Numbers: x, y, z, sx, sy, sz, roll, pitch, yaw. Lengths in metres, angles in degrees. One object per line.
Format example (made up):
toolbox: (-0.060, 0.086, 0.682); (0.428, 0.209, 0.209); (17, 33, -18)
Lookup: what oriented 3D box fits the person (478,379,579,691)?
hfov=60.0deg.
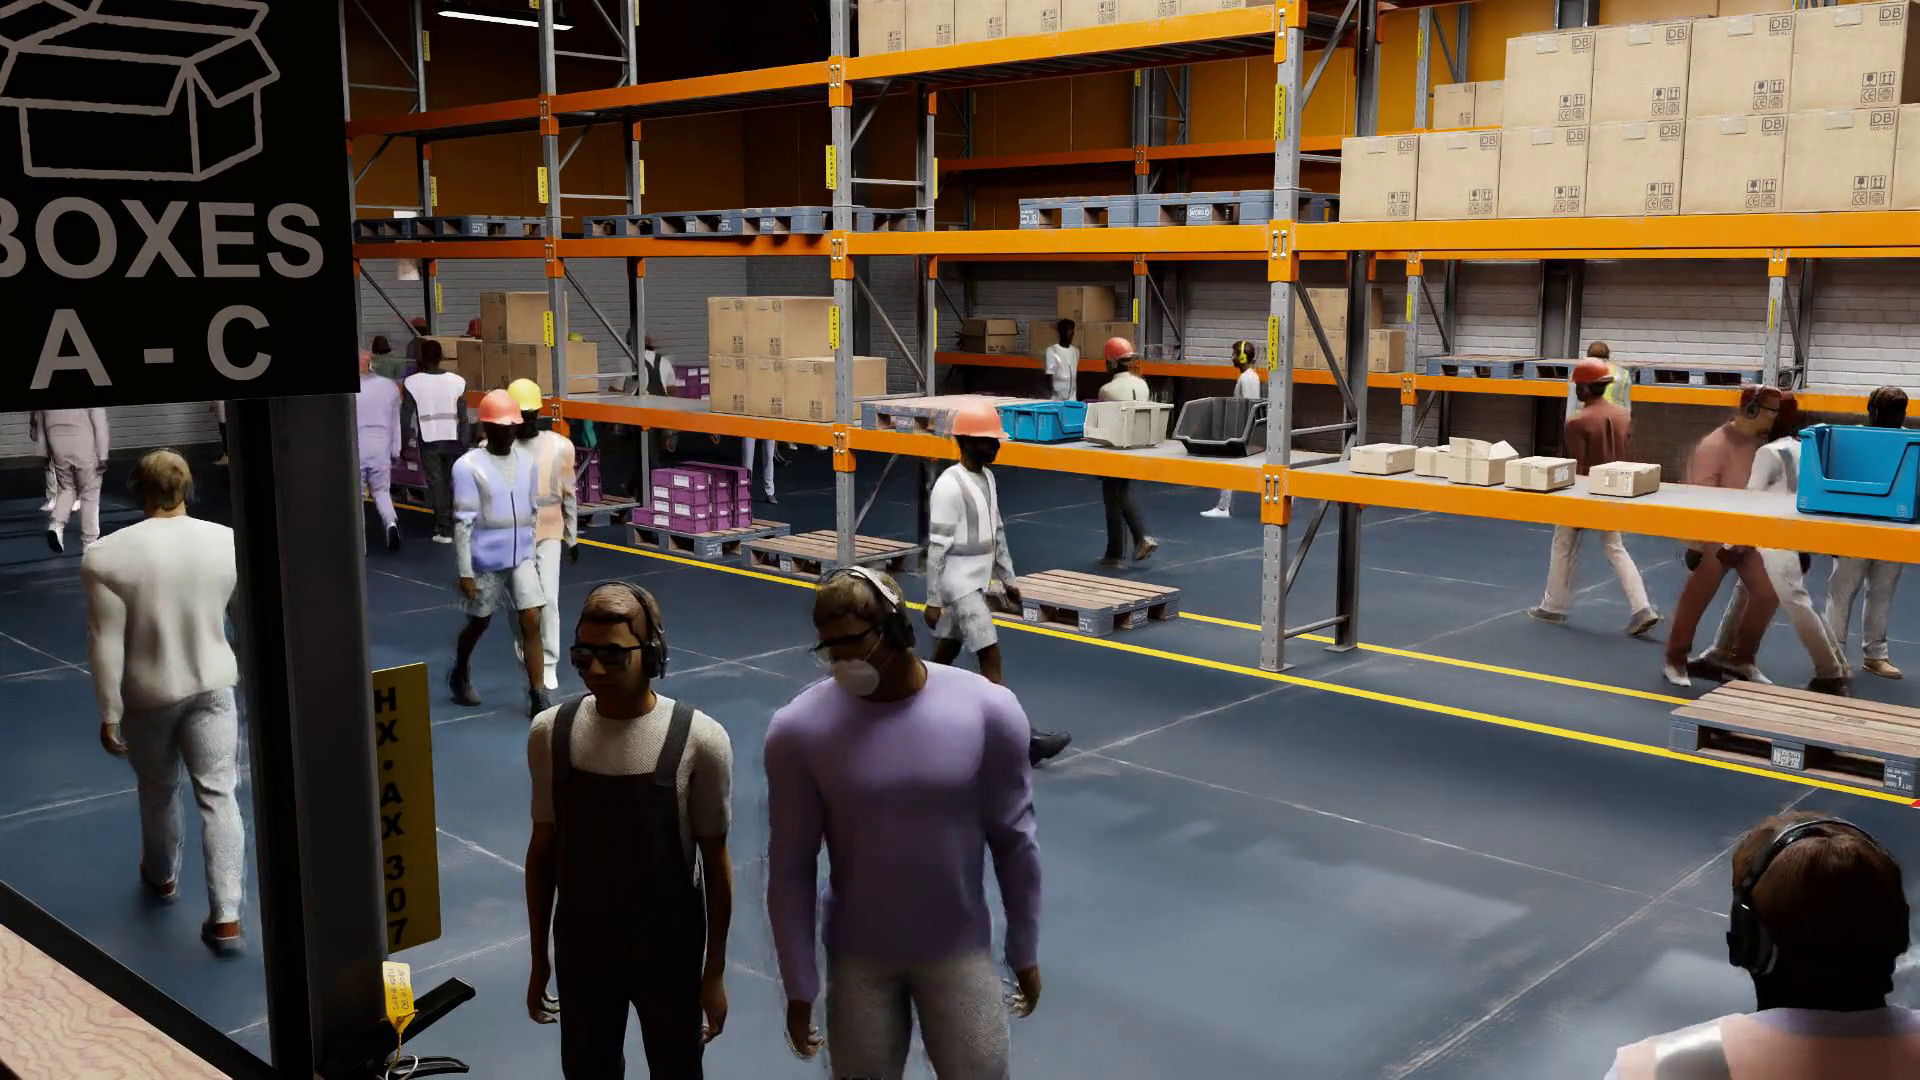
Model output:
person: (-2.673, -0.059, 10.322); (0.591, 1.907, 0.749); (-2, 10, -14)

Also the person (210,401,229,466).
person: (-9.594, -1.811, 21.656); (0.320, 1.699, 0.535); (1, 9, 6)

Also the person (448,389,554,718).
person: (-2.662, 0.076, 9.507); (0.973, 1.899, 0.560); (9, 13, 43)

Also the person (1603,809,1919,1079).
person: (1.152, 1.260, 2.458); (0.656, 1.814, 0.782); (0, 9, -1)

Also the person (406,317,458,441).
person: (-7.957, -2.317, 24.288); (1.032, 1.880, 0.533); (-4, 10, -24)

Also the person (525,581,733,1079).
person: (-0.786, 1.005, 3.952); (0.507, 1.846, 0.345); (1, 9, 6)

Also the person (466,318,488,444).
person: (-6.064, -1.914, 21.639); (1.038, 1.931, 0.658); (-3, 10, -19)

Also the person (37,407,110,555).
person: (-7.869, -0.783, 14.768); (0.658, 1.888, 0.493); (0, 9, 2)

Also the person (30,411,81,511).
person: (-9.581, -1.227, 17.593); (0.516, 1.861, 0.317); (0, 9, -2)

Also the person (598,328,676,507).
person: (-3.423, -1.335, 17.699); (1.051, 2.000, 0.701); (8, 12, 40)

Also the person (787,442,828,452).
person: (-2.196, -2.023, 23.299); (0.515, 1.577, 0.878); (-8, 12, -39)

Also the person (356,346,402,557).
person: (-5.223, -0.763, 14.660); (0.660, 1.883, 0.567); (-7, 12, -38)

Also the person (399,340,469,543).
person: (-4.994, -0.928, 15.695); (0.597, 1.888, 0.825); (-8, 12, -41)

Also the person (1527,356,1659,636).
person: (4.510, -0.310, 11.702); (0.620, 1.958, 0.981); (-4, 10, -23)

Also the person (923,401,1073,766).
person: (0.123, 0.226, 8.596); (1.017, 1.878, 0.566); (3, 10, 20)

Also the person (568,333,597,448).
person: (-4.853, -1.756, 21.174); (0.377, 1.752, 0.523); (-6, 11, -34)

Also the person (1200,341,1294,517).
person: (2.969, -1.120, 17.024); (0.888, 1.840, 0.525); (3, 10, 20)

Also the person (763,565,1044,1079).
person: (-0.125, 0.992, 3.925); (0.677, 1.900, 0.423); (0, 9, 0)

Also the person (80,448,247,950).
person: (-3.010, 0.583, 6.434); (0.652, 1.882, 1.042); (-7, 11, -36)

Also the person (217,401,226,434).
person: (-7.924, -1.395, 18.455); (0.597, 1.909, 0.449); (-7, 12, -38)

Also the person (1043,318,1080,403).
person: (1.273, -1.913, 21.581); (0.603, 1.939, 0.854); (-6, 11, -34)

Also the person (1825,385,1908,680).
person: (5.714, -0.042, 10.380); (0.624, 1.845, 0.430); (-1, 9, -5)

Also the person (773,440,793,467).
person: (-2.363, -1.916, 21.562); (0.354, 1.942, 0.545); (1, 9, 5)

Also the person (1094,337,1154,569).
person: (1.353, -0.729, 14.146); (0.441, 1.984, 0.638); (9, 13, 43)

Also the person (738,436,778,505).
person: (-2.178, -1.253, 18.033); (0.522, 1.769, 0.317); (-2, 10, -15)

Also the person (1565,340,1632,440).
person: (6.617, -1.156, 17.270); (0.647, 1.823, 0.696); (3, 10, 20)

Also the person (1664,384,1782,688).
person: (4.714, -0.016, 10.138); (0.733, 1.871, 0.642); (-4, 10, -24)

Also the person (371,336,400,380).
person: (-8.013, -2.023, 23.167); (0.286, 1.632, 0.500); (6, 11, 33)

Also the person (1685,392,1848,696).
person: (4.940, 0.021, 10.069); (1.024, 1.835, 0.586); (8, 12, 40)
